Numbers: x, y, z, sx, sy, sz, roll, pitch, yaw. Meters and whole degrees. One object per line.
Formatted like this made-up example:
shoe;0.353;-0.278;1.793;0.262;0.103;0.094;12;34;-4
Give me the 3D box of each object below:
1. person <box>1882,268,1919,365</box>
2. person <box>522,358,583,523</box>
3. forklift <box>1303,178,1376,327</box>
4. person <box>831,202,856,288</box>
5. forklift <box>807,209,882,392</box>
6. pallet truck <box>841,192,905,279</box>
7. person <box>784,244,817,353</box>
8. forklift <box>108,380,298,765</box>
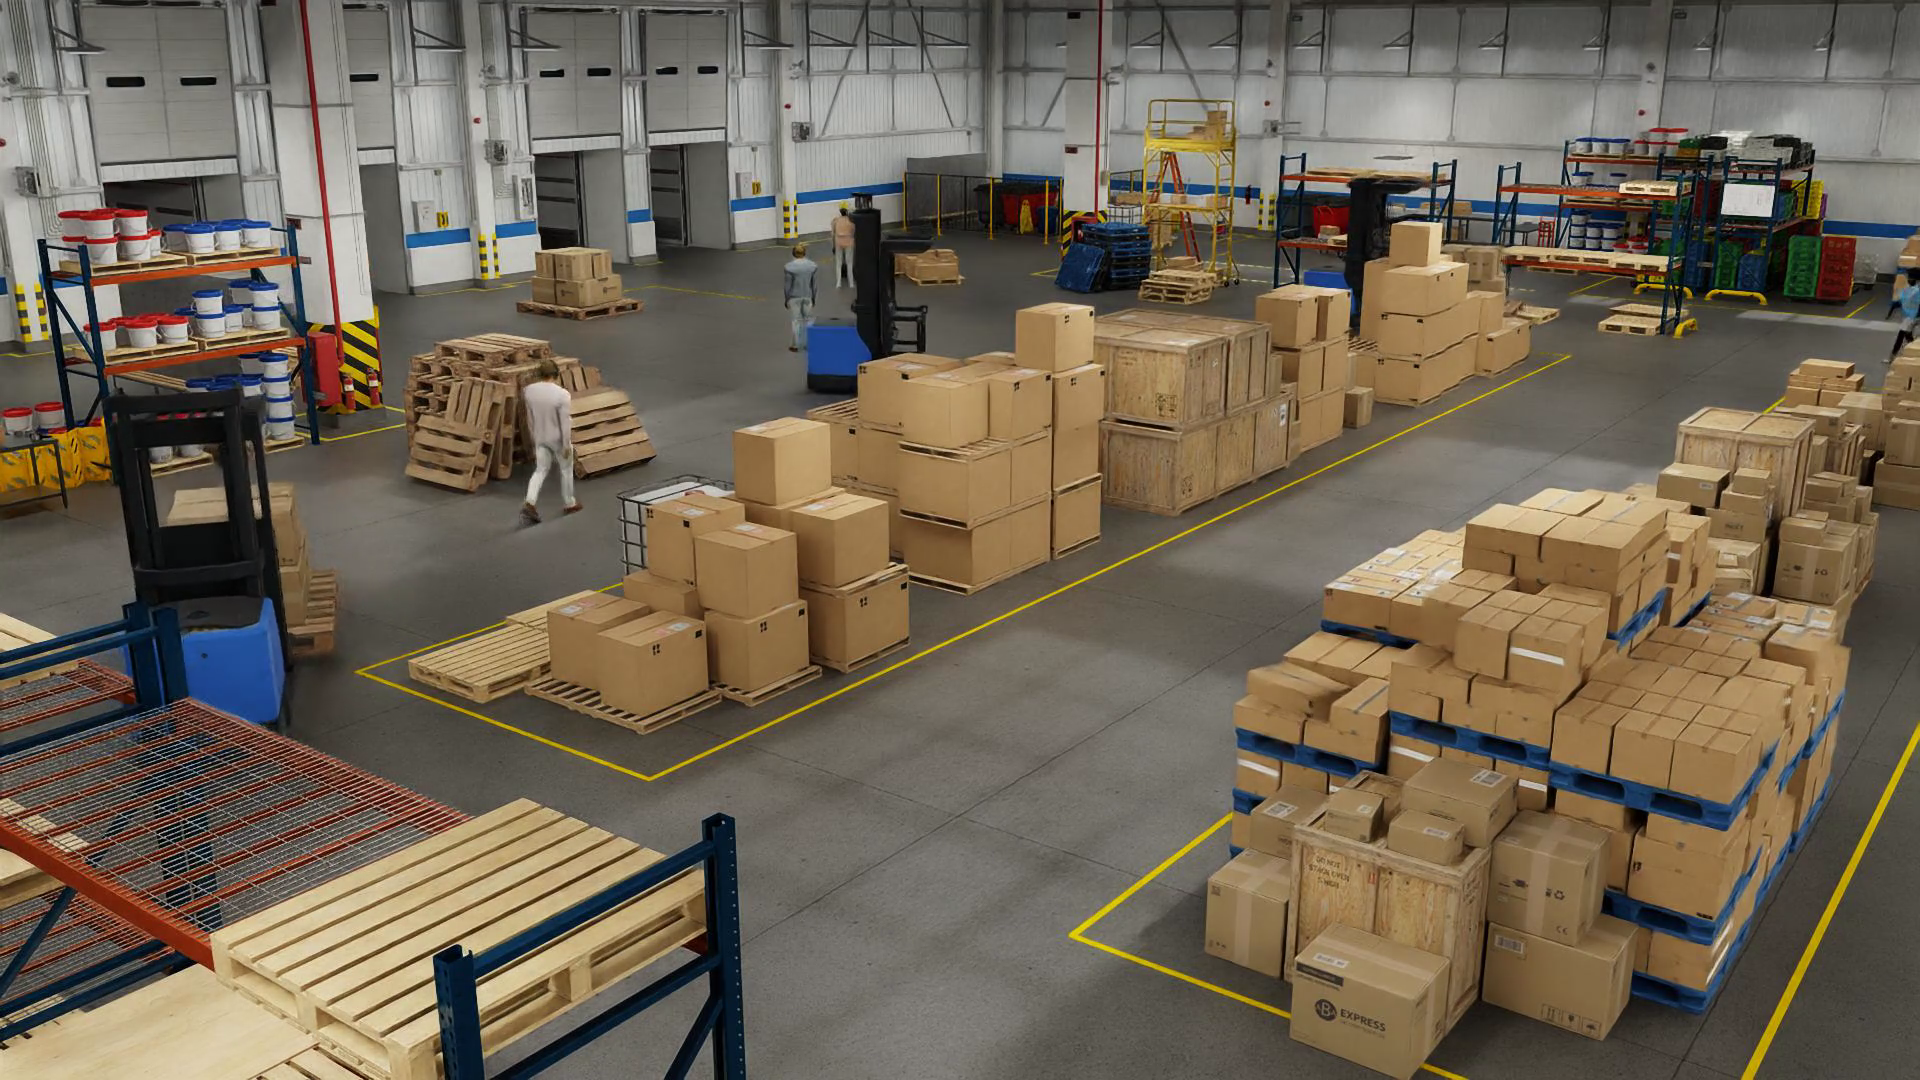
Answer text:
person;16.298;-3.840;28.552;0.706;1.661;0.624;-1;17;-2
person;-4.779;-1.151;19.257;0.641;1.911;0.910;6;18;21
forklift;7.696;-5.566;32.205;1.873;2.768;1.129;8;19;24
person;-2.598;-6.625;37.362;0.583;1.918;0.392;3;17;8
forklift;-1.457;-3.801;26.362;1.873;2.768;1.129;1;17;4
pallet truck;-1.936;-7.159;38.982;1.885;1.965;0.823;-12;21;-34
person;-2.841;-4.310;29.675;0.636;1.929;0.385;-9;19;-28
forklift;-6.085;0.143;13.301;1.129;2.768;1.873;-6;18;-18
